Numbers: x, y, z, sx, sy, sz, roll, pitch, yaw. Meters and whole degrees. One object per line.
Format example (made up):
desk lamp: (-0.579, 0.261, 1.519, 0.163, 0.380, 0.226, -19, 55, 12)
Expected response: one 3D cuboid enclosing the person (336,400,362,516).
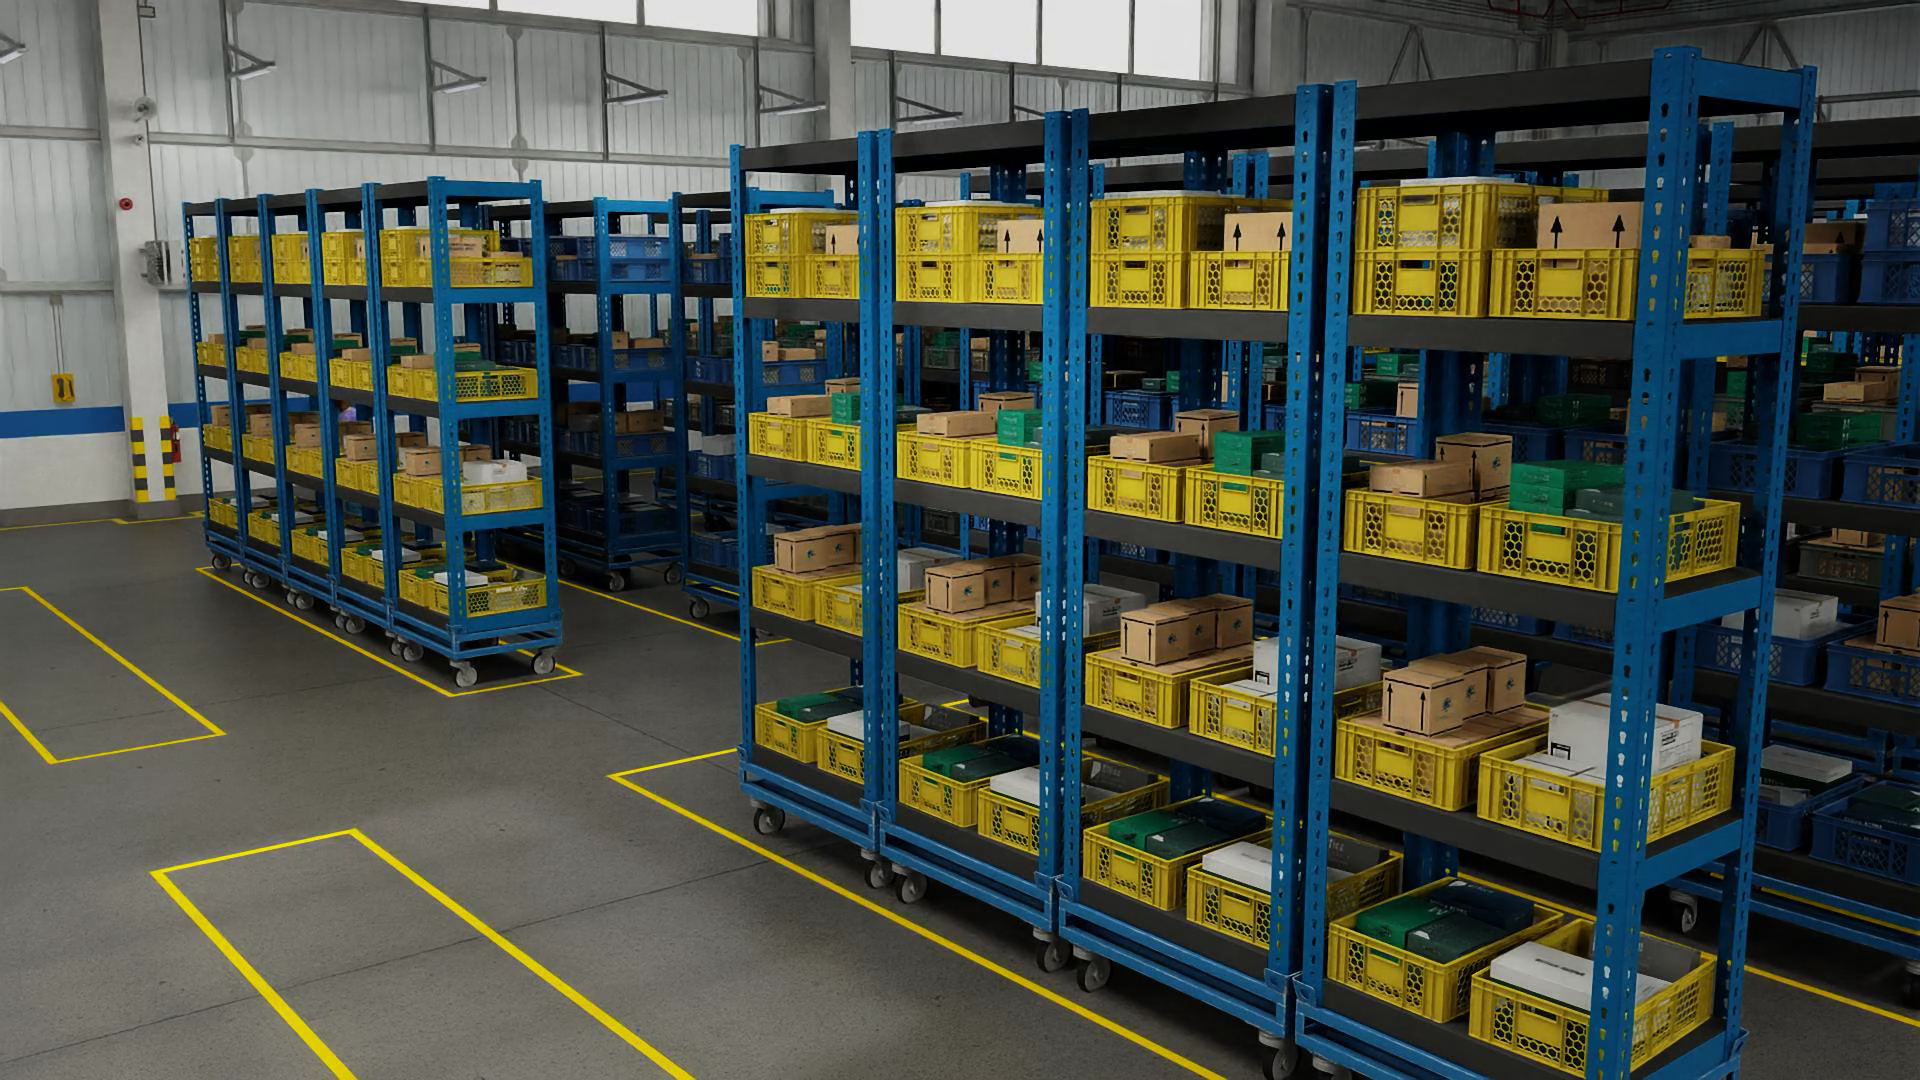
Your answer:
person: (-6.164, -0.686, 16.850, 0.388, 1.838, 0.564, -2, 10, -15)
